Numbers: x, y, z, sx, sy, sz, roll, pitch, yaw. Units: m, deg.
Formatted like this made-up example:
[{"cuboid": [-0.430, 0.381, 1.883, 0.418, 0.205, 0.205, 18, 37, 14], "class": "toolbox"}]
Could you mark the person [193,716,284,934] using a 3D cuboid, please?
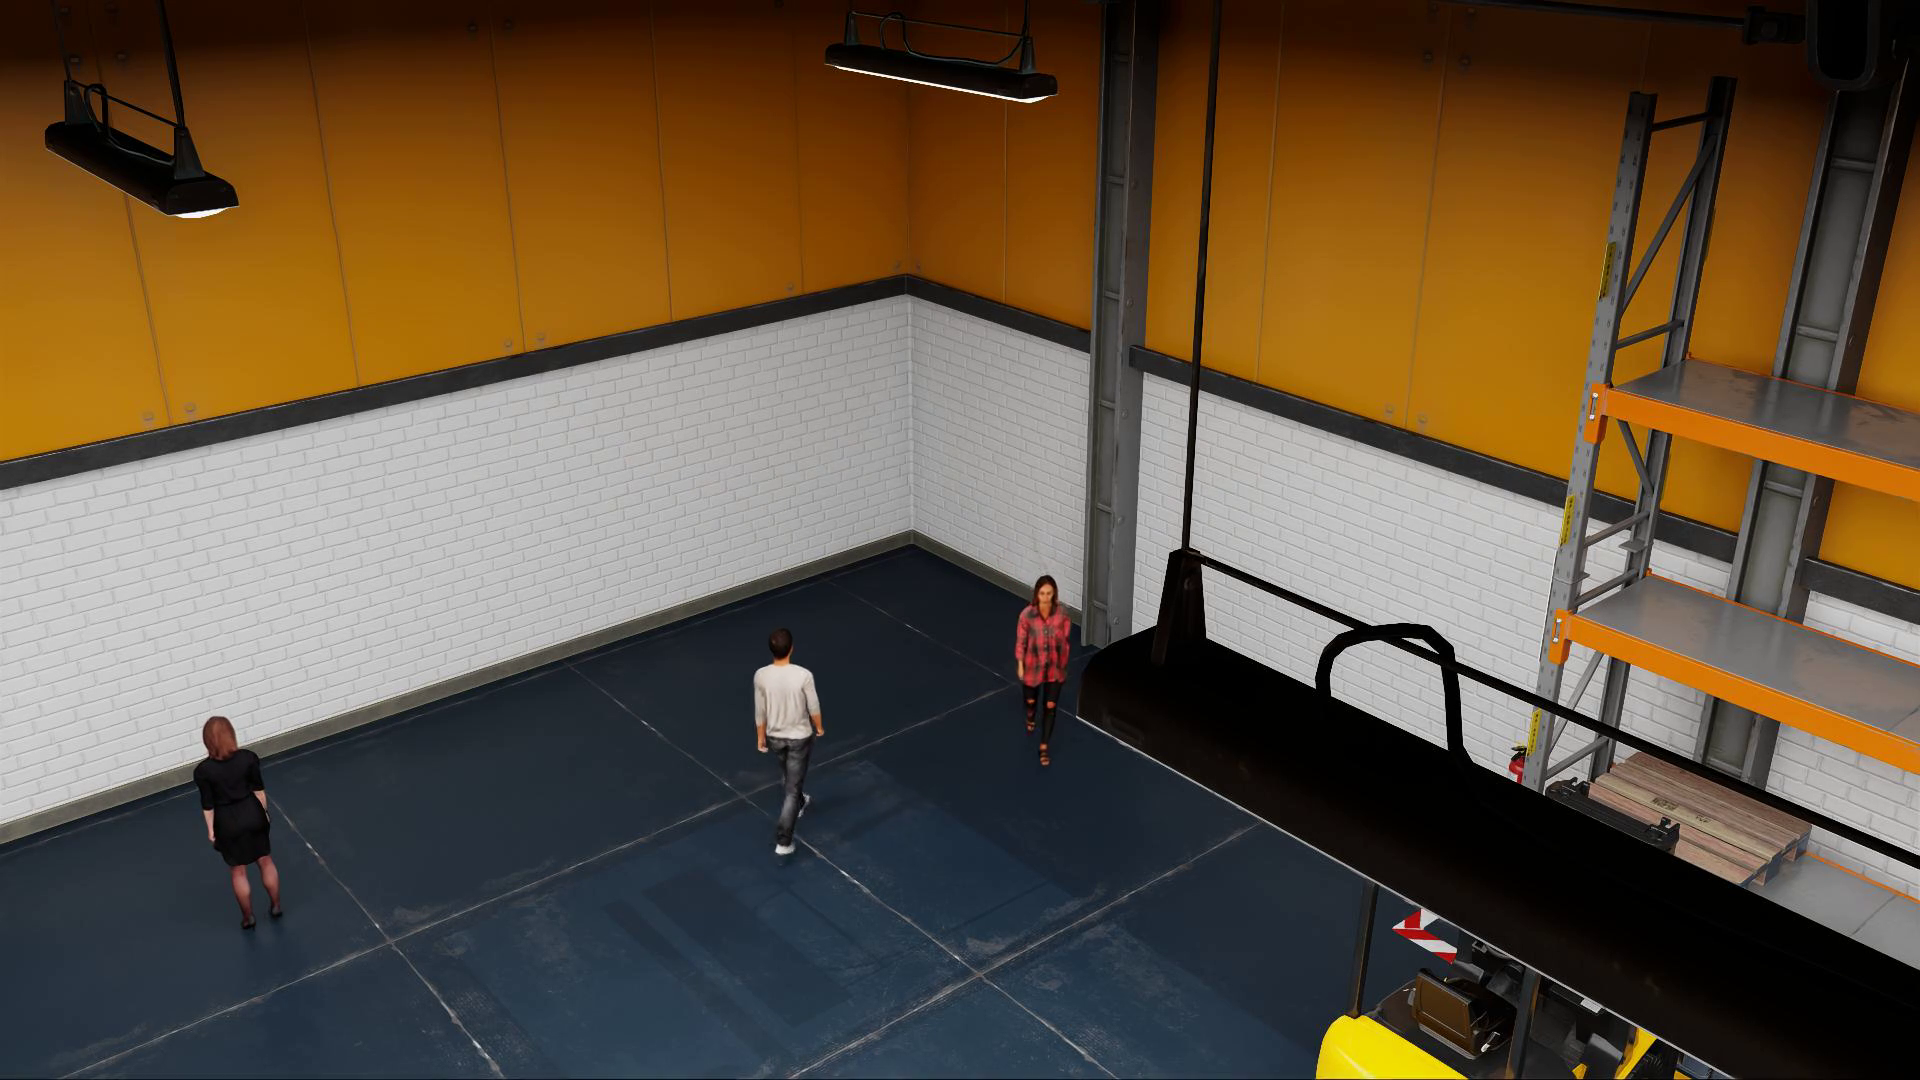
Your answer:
[{"cuboid": [-5.110, 2.015, 11.802, 0.592, 1.703, 0.504, -17, 29, -34], "class": "person"}]

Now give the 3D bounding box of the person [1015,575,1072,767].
[{"cuboid": [0.706, 1.047, 14.035, 0.881, 1.690, 0.970, -1, 24, -3], "class": "person"}]

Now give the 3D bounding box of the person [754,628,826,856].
[{"cuboid": [-1.323, 1.565, 12.742, 1.180, 1.776, 1.147, 5, 24, 12], "class": "person"}]
